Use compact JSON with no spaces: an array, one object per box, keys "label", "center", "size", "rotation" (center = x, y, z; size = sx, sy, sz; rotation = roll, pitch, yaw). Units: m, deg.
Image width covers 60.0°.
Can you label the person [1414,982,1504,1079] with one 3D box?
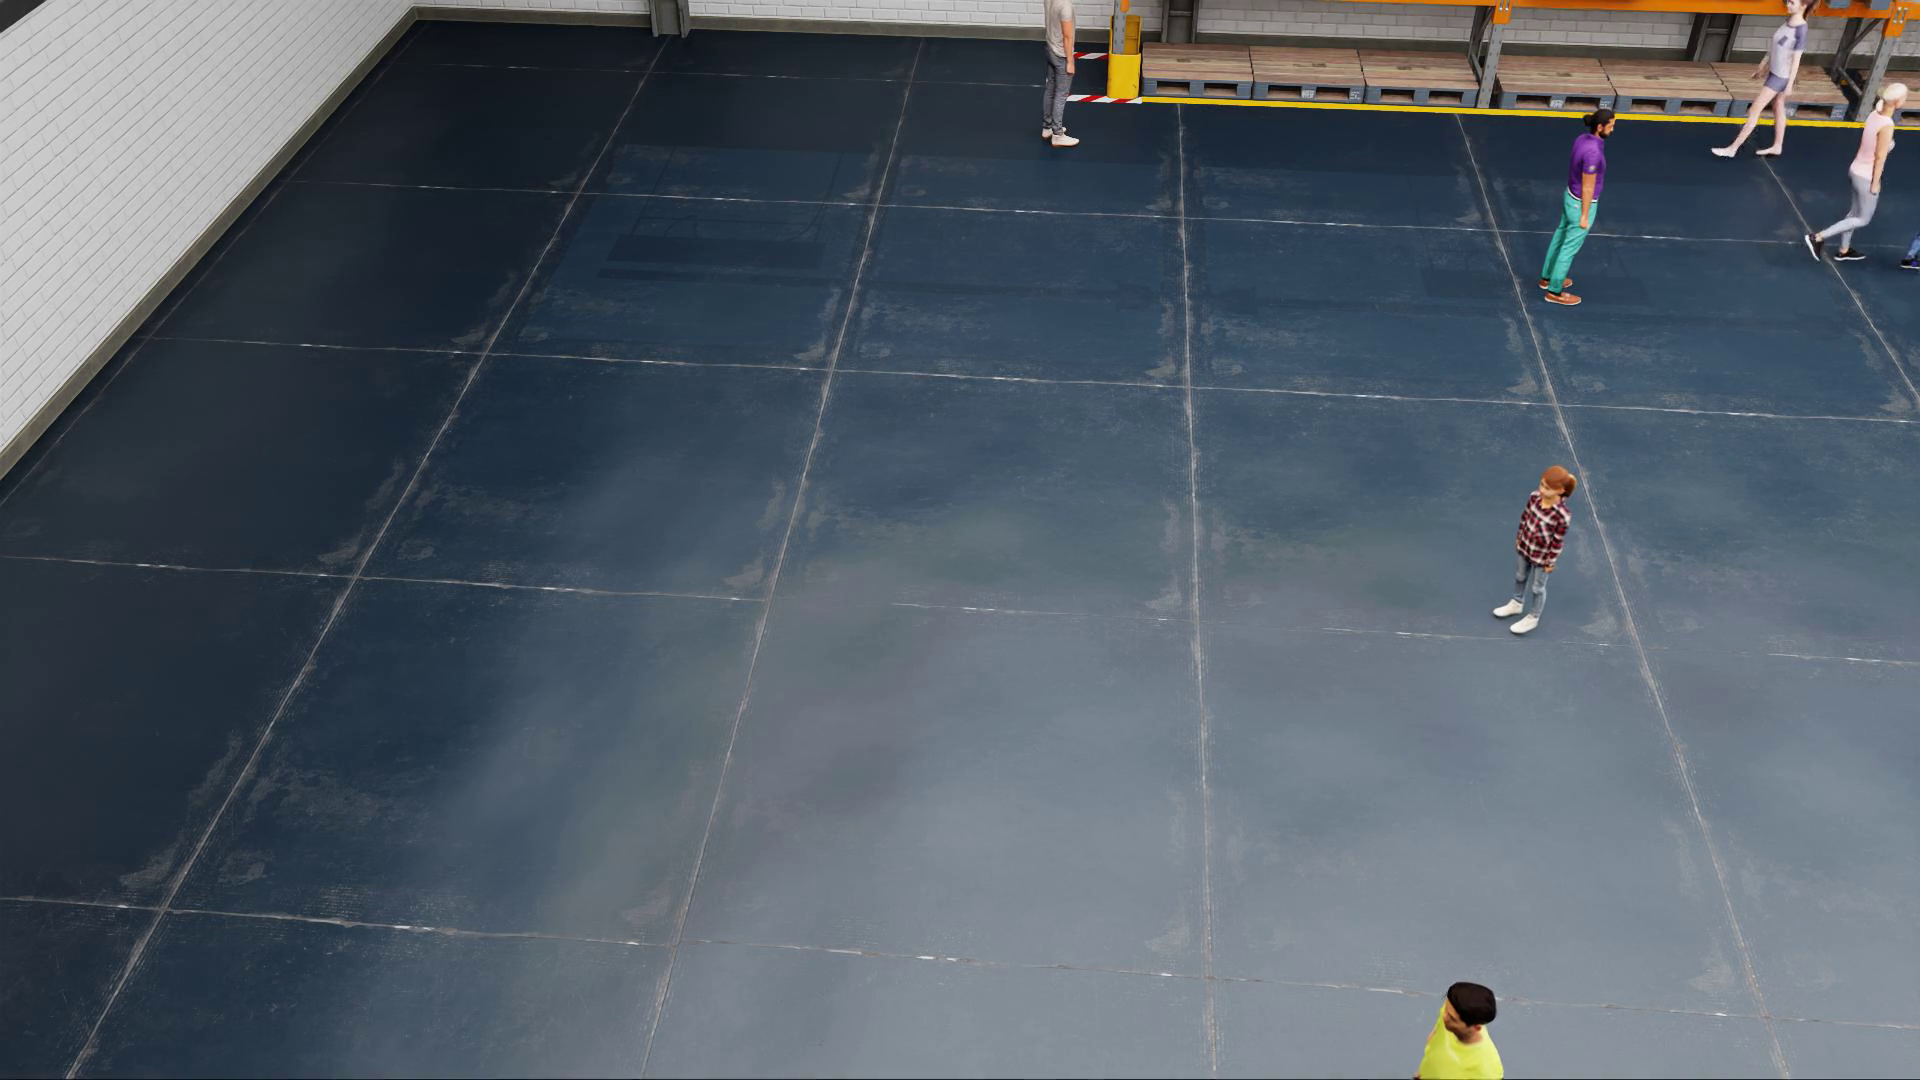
[{"label":"person","center":[2.256,2.587,7.644],"size":[0.615,1.706,0.680],"rotation":[-7,39,-8]}]

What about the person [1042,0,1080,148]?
[{"label":"person","center":[1.014,-4.966,16.948],"size":[0.722,1.897,0.747],"rotation":[-14,41,-17]}]

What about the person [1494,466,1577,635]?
[{"label":"person","center":[3.891,0.049,11.143],"size":[0.641,1.305,0.605],"rotation":[-18,42,-21]}]

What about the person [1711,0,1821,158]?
[{"label":"person","center":[8.307,-4.636,16.665],"size":[0.962,1.735,0.591],"rotation":[6,39,7]}]

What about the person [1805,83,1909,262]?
[{"label":"person","center":[8.085,-3.274,14.974],"size":[0.835,1.716,0.550],"rotation":[3,39,4]}]

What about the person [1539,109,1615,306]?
[{"label":"person","center":[5.378,-2.925,14.497],"size":[0.542,1.766,0.623],"rotation":[2,39,3]}]
